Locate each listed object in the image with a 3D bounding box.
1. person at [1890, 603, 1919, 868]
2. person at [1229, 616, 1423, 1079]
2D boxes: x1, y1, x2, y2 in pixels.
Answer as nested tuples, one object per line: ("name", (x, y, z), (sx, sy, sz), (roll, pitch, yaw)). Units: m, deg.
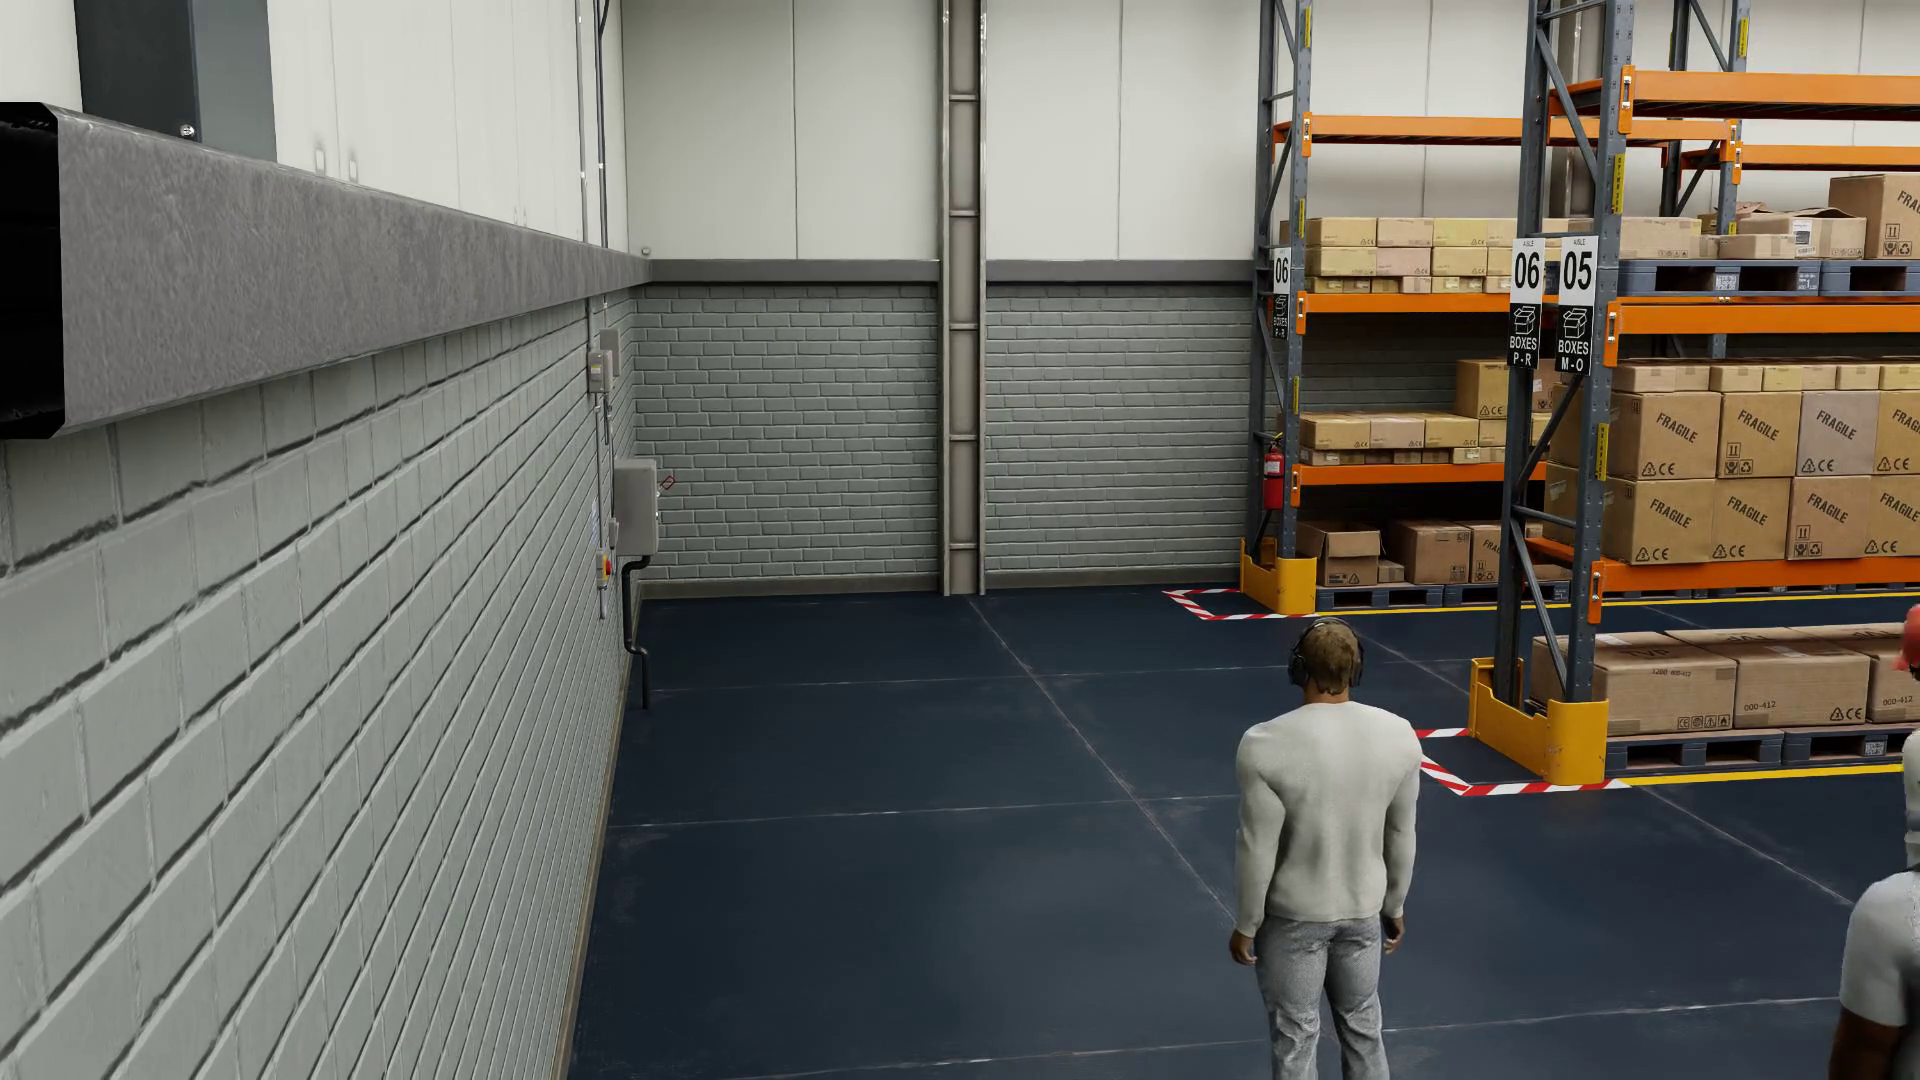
("person", (3.309, 1.198, 5.274), (0.677, 1.991, 0.829), (-2, 9, -12))
("person", (1.169, 1.204, 5.380), (0.633, 1.938, 0.356), (-2, 10, -14))
